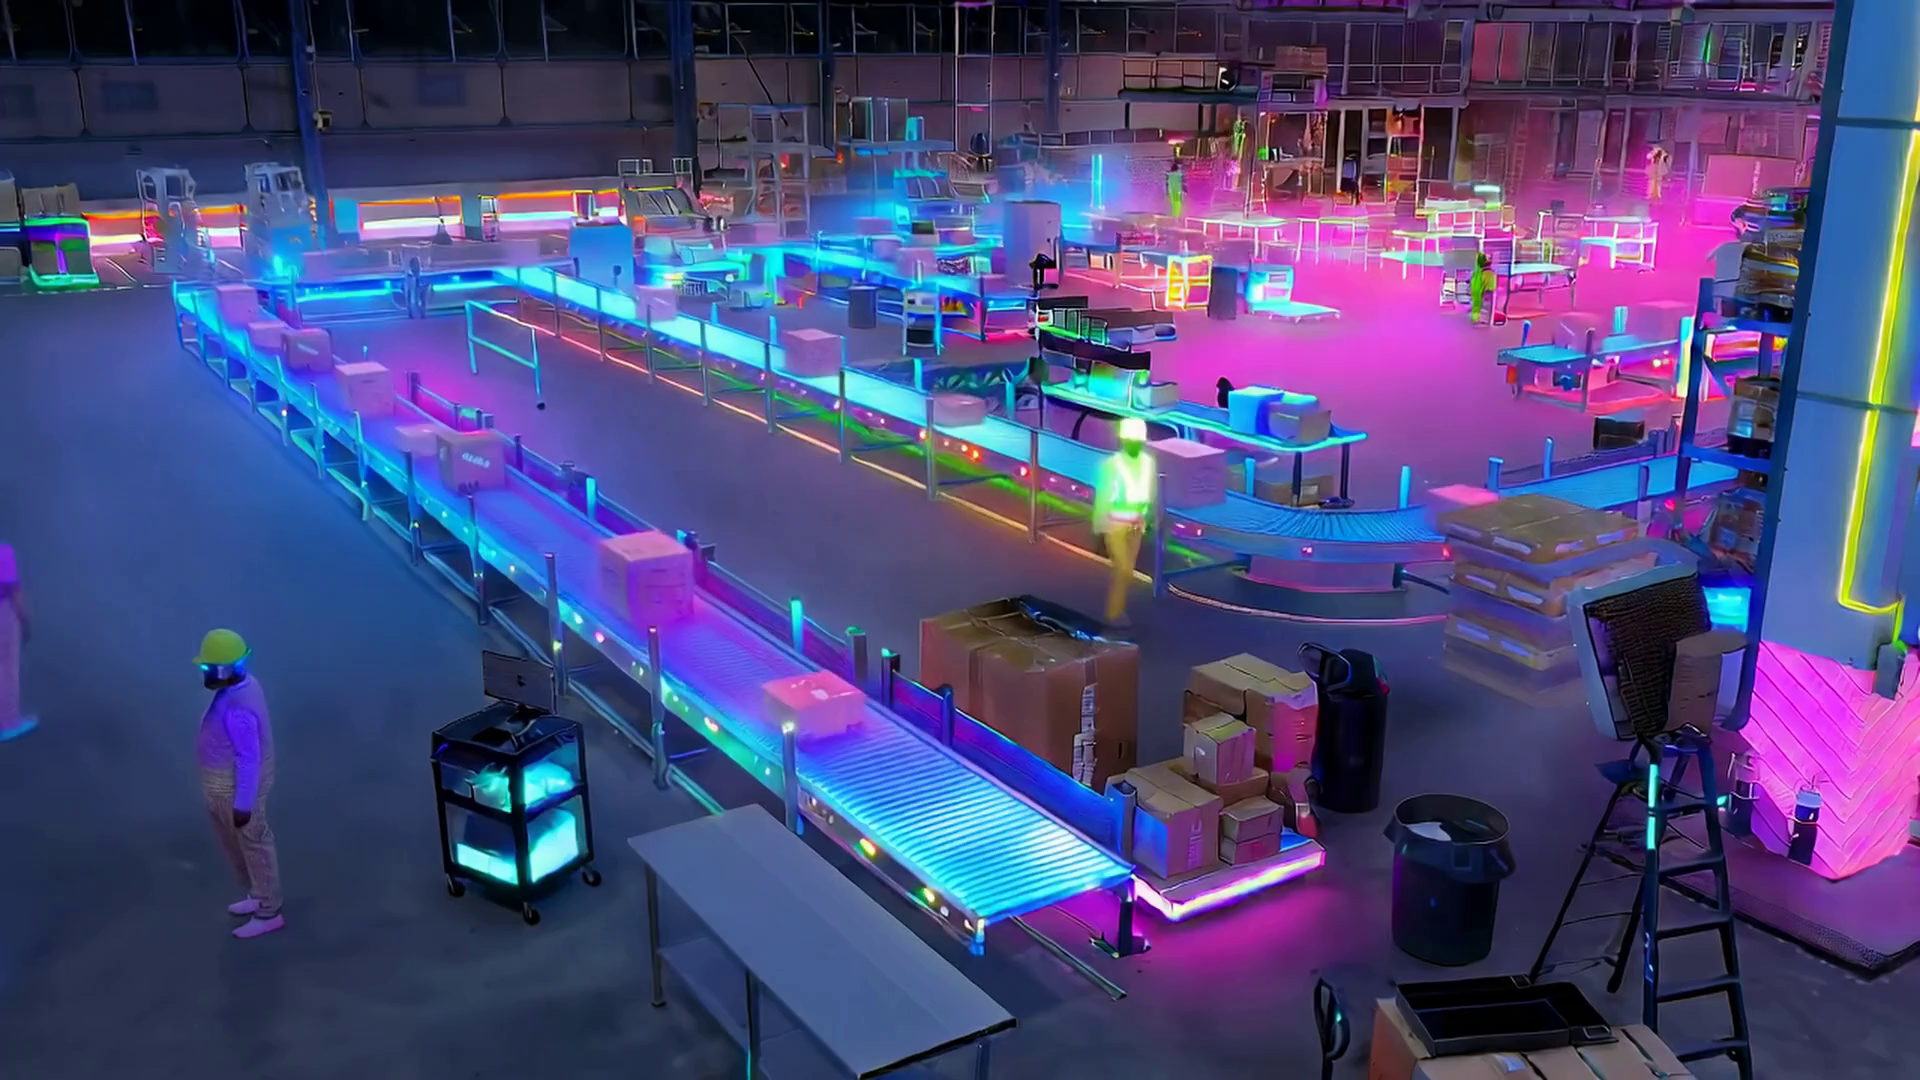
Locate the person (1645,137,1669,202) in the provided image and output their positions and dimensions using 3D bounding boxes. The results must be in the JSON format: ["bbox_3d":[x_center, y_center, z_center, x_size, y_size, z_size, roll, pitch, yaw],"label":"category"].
[{"bbox_3d":[22.145,-11.793,52.889,0.676,2.000,0.536,8,19,26],"label":"person"}]

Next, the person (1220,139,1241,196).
[{"bbox_3d":[8.982,-12.366,55.143,0.591,1.847,0.969,-7,18,-23],"label":"person"}]

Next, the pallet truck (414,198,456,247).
[{"bbox_3d":[-13.250,-8.060,41.856,0.680,1.201,1.601,-10,20,-31],"label":"pallet truck"}]

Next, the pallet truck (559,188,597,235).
[{"bbox_3d":[-10.010,-8.652,43.699,0.653,1.274,1.630,-10,20,-31],"label":"pallet truck"}]

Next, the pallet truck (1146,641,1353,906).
[{"bbox_3d":[1.664,1.407,10.232,1.630,1.274,0.653,-10,20,-31],"label":"pallet truck"}]

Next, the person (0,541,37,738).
[{"bbox_3d":[-7.038,0.576,12.082,0.606,1.830,0.429,4,17,12],"label":"person"}]

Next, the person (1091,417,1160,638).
[{"bbox_3d":[1.452,-0.099,14.154,0.643,1.929,0.536,-12,21,-35],"label":"person"}]

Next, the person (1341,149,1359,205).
[{"bbox_3d":[11.956,-11.092,51.042,0.524,1.761,0.333,8,18,24],"label":"person"}]

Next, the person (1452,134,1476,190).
[{"bbox_3d":[17.453,-13.052,57.347,0.607,1.896,0.860,-15,22,-41],"label":"person"}]

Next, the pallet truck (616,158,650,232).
[{"bbox_3d":[-8.918,-9.176,44.255,0.823,1.965,1.885,-9,19,-27],"label":"pallet truck"}]

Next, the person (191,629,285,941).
[{"bbox_3d":[-4.086,1.371,9.438,0.403,1.833,0.586,-7,18,-23],"label":"person"}]

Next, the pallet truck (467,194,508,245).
[{"bbox_3d":[-11.983,-8.177,42.137,0.704,1.261,1.522,-11,20,-33],"label":"pallet truck"}]

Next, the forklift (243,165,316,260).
[{"bbox_3d":[-15.898,-7.669,38.708,1.157,1.987,2.680,-11,20,-33],"label":"forklift"}]

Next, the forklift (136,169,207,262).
[{"bbox_3d":[-17.842,-7.318,37.559,1.157,1.987,2.680,-10,20,-31],"label":"forklift"}]

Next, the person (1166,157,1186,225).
[{"bbox_3d":[6.021,-9.728,46.351,0.546,1.857,0.617,4,17,13],"label":"person"}]

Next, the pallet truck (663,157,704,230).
[{"bbox_3d":[-7.586,-9.308,44.692,0.823,1.965,1.885,-11,20,-33],"label":"pallet truck"}]

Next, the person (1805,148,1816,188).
[{"bbox_3d":[25.157,-10.597,49.088,0.551,1.935,0.362,-14,21,-38],"label":"person"}]

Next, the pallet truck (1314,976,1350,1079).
[{"bbox_3d":[2.299,2.390,7.086,1.601,1.201,0.680,-2,17,-7],"label":"pallet truck"}]
